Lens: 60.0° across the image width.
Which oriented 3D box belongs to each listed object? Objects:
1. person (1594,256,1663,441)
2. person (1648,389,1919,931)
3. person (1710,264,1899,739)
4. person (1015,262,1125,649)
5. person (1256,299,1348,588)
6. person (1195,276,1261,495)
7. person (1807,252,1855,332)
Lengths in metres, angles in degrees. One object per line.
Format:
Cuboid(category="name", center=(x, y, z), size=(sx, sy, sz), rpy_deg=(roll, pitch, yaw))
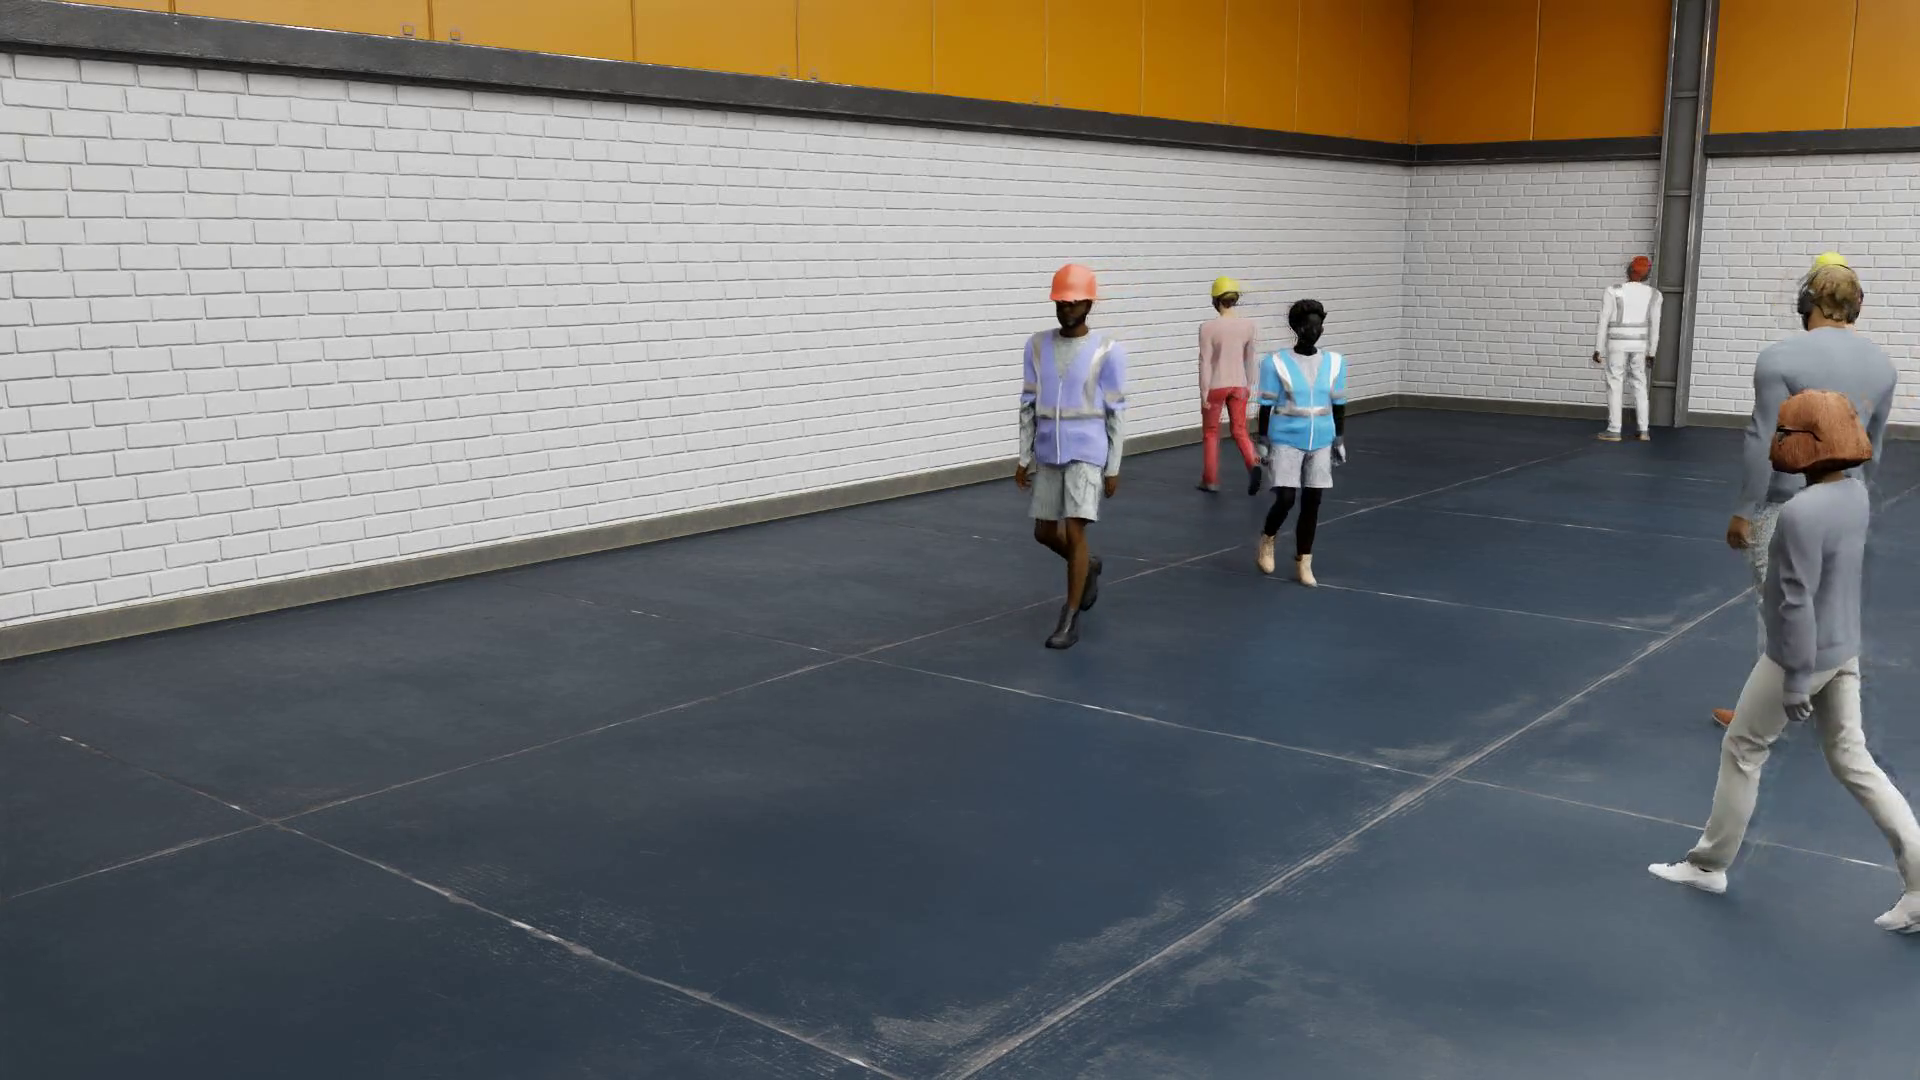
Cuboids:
Cuboid(category="person", center=(6.723, -1.912, 16.732), size=(0.629, 1.866, 0.416), rpy_deg=(0, 10, 1))
Cuboid(category="person", center=(2.562, 0.352, 4.930), size=(0.509, 1.601, 0.847), rpy_deg=(-8, 13, -39))
Cuboid(category="person", center=(3.437, -0.137, 6.739), size=(0.681, 1.919, 0.361), rpy_deg=(-3, 11, -15))
Cuboid(category="person", center=(0.587, -0.444, 8.441), size=(0.561, 1.919, 0.723), rpy_deg=(6, 12, 29))
Cuboid(category="person", center=(1.992, -0.563, 9.724), size=(0.537, 1.688, 0.389), rpy_deg=(-2, 10, -11))
Cuboid(category="person", center=(2.124, -1.209, 13.144), size=(0.531, 1.746, 0.723), rpy_deg=(-3, 11, -19))
Cuboid(category="person", center=(6.845, -1.306, 13.181), size=(0.384, 1.925, 0.593), rpy_deg=(9, 13, 39))
